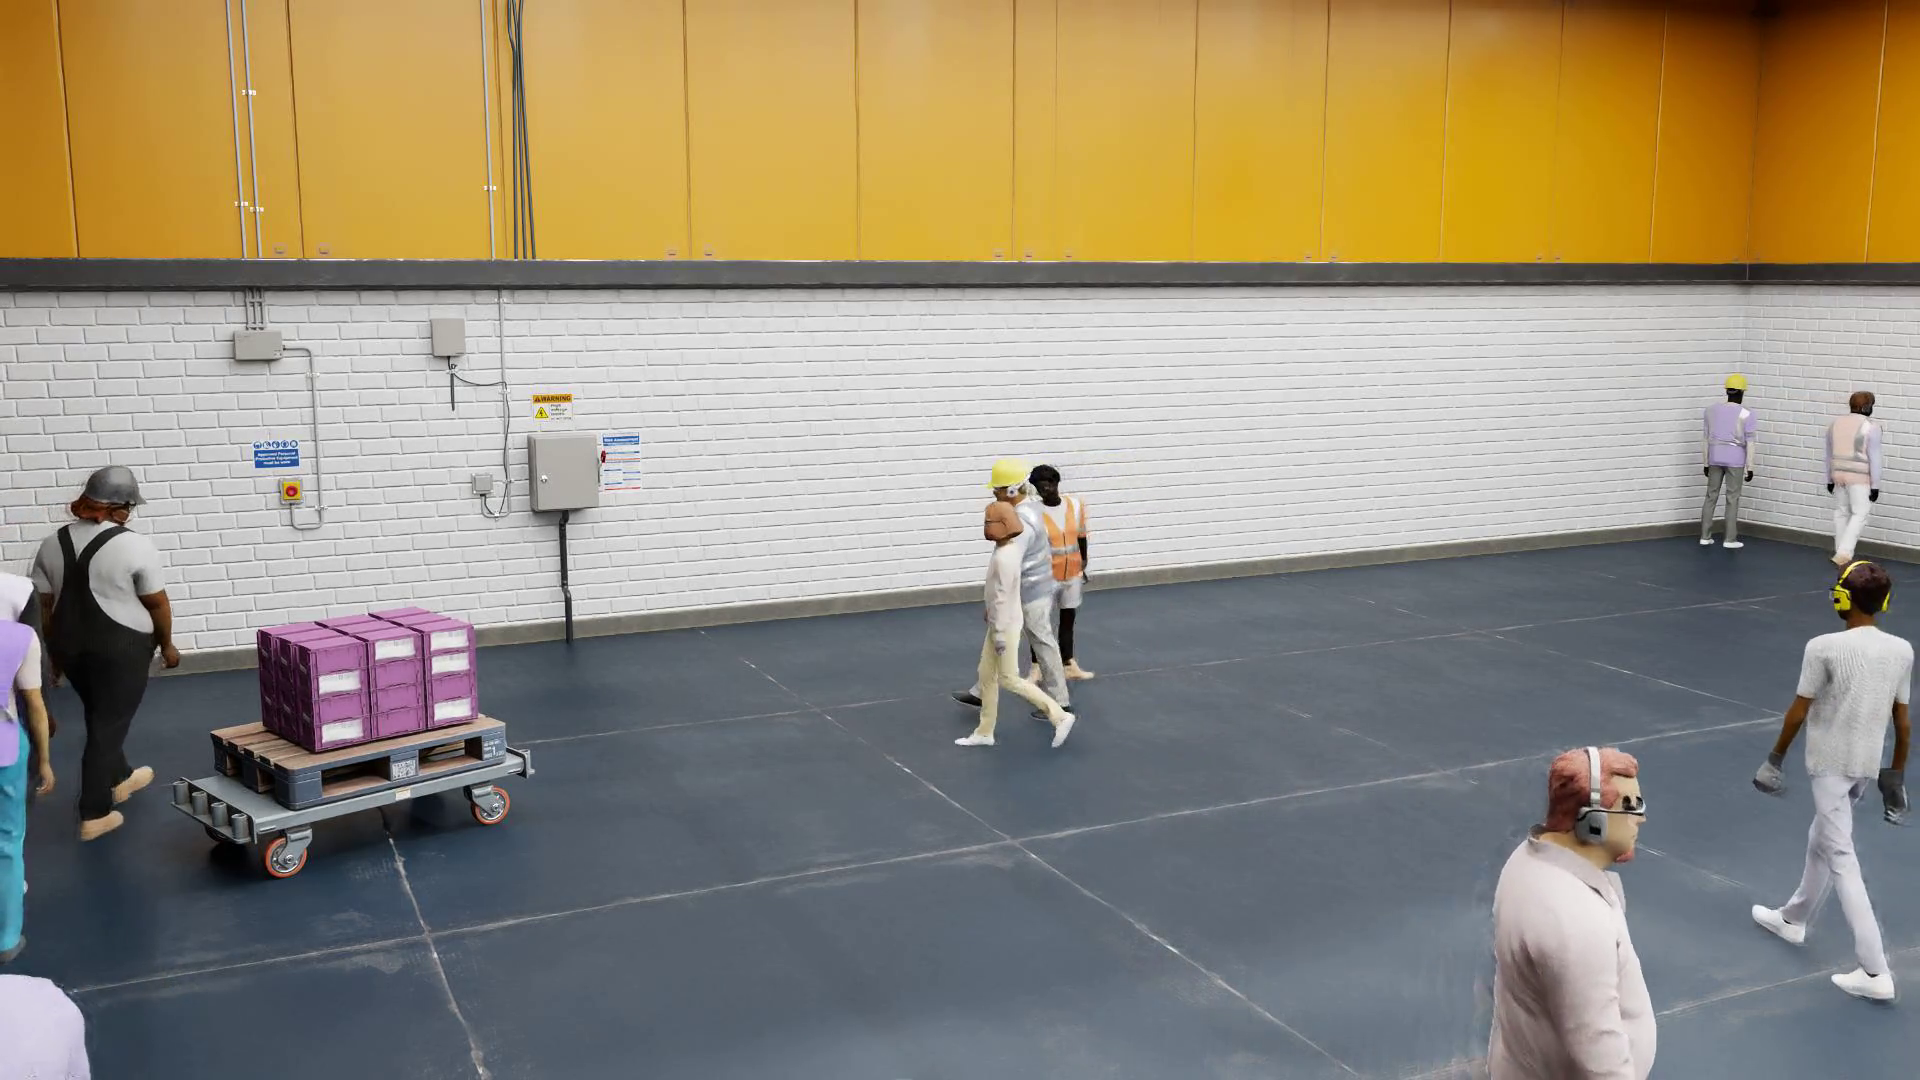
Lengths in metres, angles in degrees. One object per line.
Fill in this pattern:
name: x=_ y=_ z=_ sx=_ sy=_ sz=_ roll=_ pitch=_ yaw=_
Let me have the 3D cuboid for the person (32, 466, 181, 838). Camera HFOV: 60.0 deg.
person: x=-4.613 y=0.547 z=9.175 sx=0.681 sy=2.000 sz=0.943 roll=2 pitch=9 yaw=13

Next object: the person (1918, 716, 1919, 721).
person: x=6.616 y=0.350 z=11.000 sx=0.346 sy=1.847 sz=0.507 roll=1 pitch=9 yaw=5

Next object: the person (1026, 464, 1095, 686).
person: x=0.740 y=0.258 z=12.151 sx=0.652 sy=1.662 sz=0.318 roll=-4 pitch=10 yaw=-26

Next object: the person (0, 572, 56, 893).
person: x=-4.695 y=0.808 z=7.991 sx=0.607 sy=1.900 sz=0.462 roll=-2 pitch=9 yaw=-11

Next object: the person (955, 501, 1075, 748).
person: x=0.349 y=0.551 z=10.509 sx=0.709 sy=1.614 sz=0.504 roll=1 pitch=9 yaw=3

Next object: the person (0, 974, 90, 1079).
person: x=-1.902 y=1.567 z=3.297 sx=0.773 sy=1.905 sz=0.673 roll=3 pitch=10 yaw=17

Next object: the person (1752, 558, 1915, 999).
person: x=3.778 y=0.983 z=7.168 sx=0.525 sy=1.825 sz=0.943 roll=-3 pitch=10 yaw=-18

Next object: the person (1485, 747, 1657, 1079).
person: x=1.527 y=1.434 z=4.275 sx=1.032 sy=1.858 sz=0.637 roll=3 pitch=10 yaw=17

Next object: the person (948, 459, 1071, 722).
person: x=0.337 y=0.347 z=11.209 sx=0.912 sy=1.773 sz=0.620 roll=1 pitch=9 yaw=3

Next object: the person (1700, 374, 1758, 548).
person: x=8.478 y=-0.867 z=18.338 sx=0.399 sy=1.918 sz=0.580 roll=-8 pitch=12 yaw=-41

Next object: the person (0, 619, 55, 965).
person: x=-4.234 y=0.979 z=7.157 sx=0.571 sy=1.825 sz=0.492 roll=-4 pitch=10 yaw=-23

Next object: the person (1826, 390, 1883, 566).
person: x=9.159 y=-0.613 z=17.061 sx=0.480 sy=1.852 sz=0.640 roll=-3 pitch=10 yaw=-19
